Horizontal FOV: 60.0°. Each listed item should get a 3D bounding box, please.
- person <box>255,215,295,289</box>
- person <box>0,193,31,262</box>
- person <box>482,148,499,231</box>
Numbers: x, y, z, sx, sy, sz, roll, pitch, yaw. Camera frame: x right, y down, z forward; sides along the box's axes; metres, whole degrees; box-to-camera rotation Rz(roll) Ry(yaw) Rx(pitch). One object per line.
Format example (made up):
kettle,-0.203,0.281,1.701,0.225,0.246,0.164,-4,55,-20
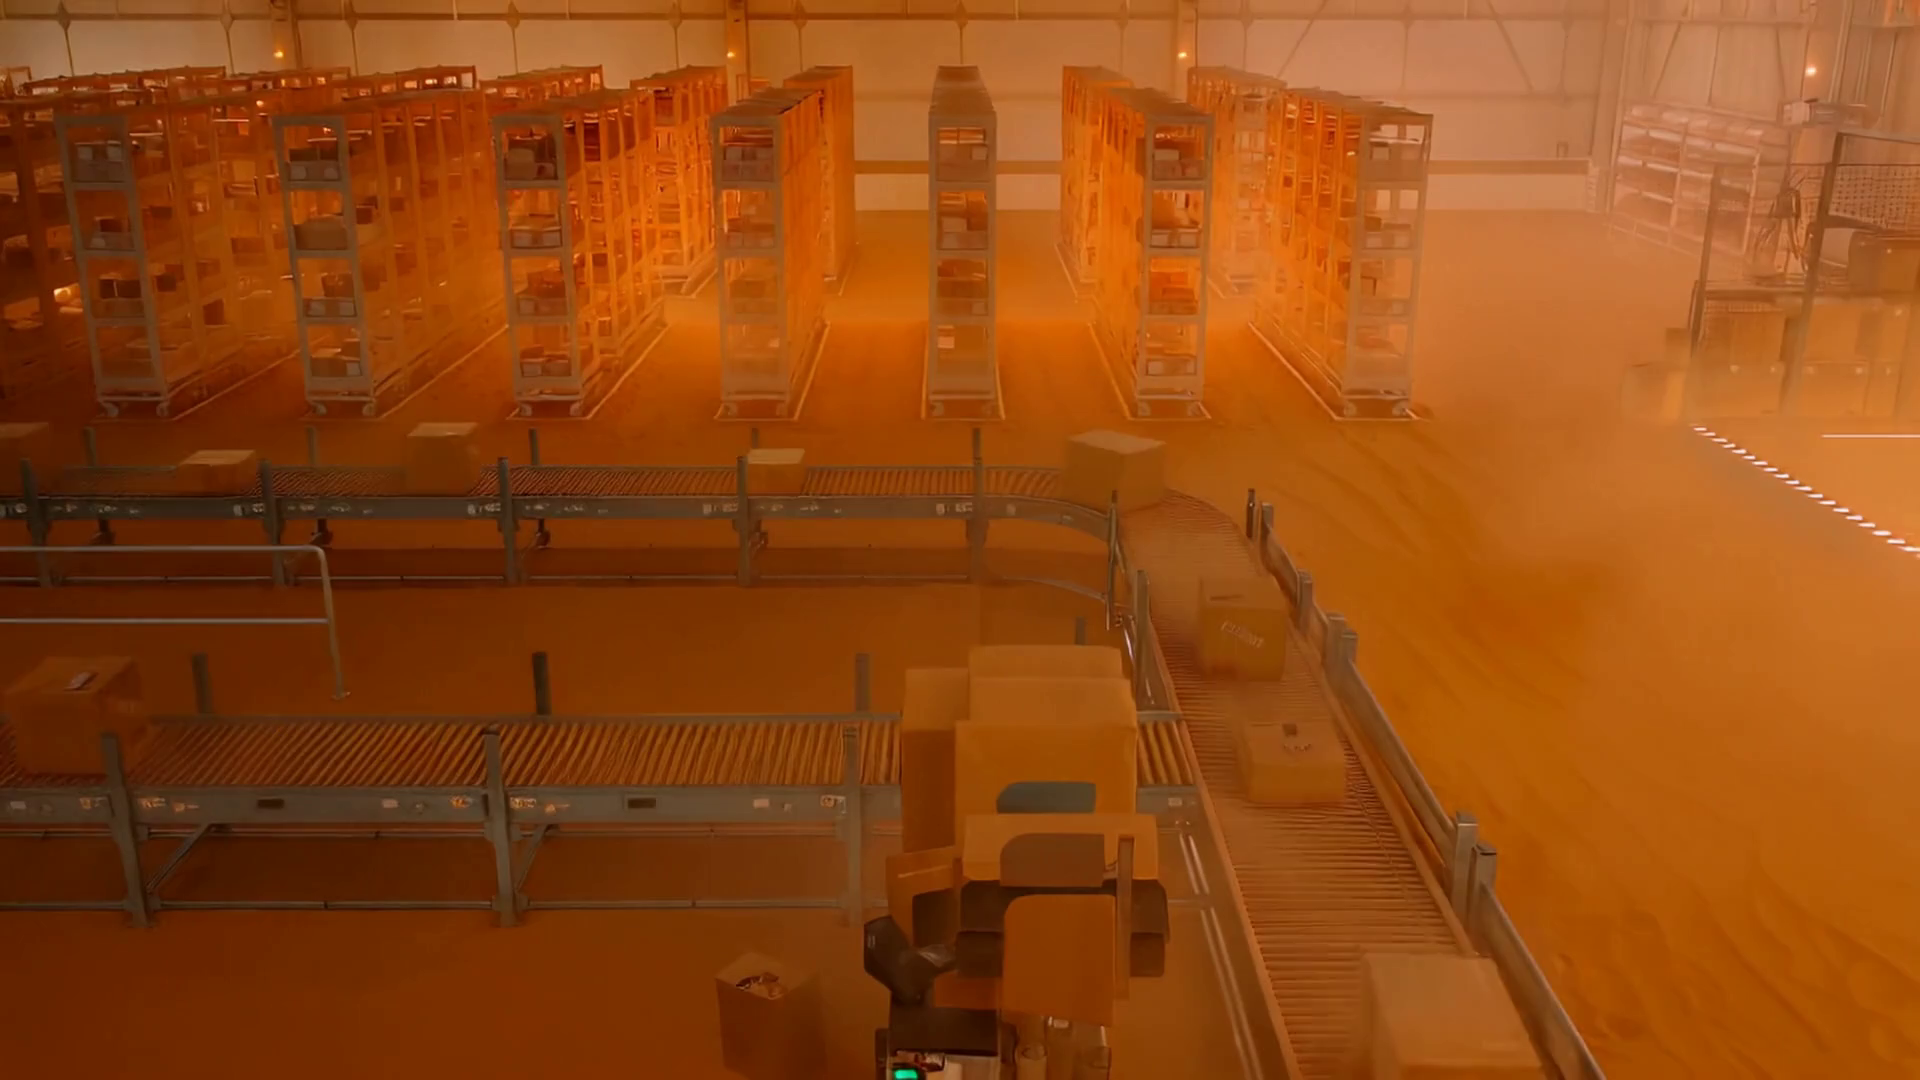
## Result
person,-10.682,-4.424,26.042,0.375,1.995,0.609,13,22,35
person,-15.944,-4.944,28.000,0.577,1.770,0.844,-9,20,-26
person,-10.089,-7.600,36.160,0.996,1.784,0.572,0,18,0
